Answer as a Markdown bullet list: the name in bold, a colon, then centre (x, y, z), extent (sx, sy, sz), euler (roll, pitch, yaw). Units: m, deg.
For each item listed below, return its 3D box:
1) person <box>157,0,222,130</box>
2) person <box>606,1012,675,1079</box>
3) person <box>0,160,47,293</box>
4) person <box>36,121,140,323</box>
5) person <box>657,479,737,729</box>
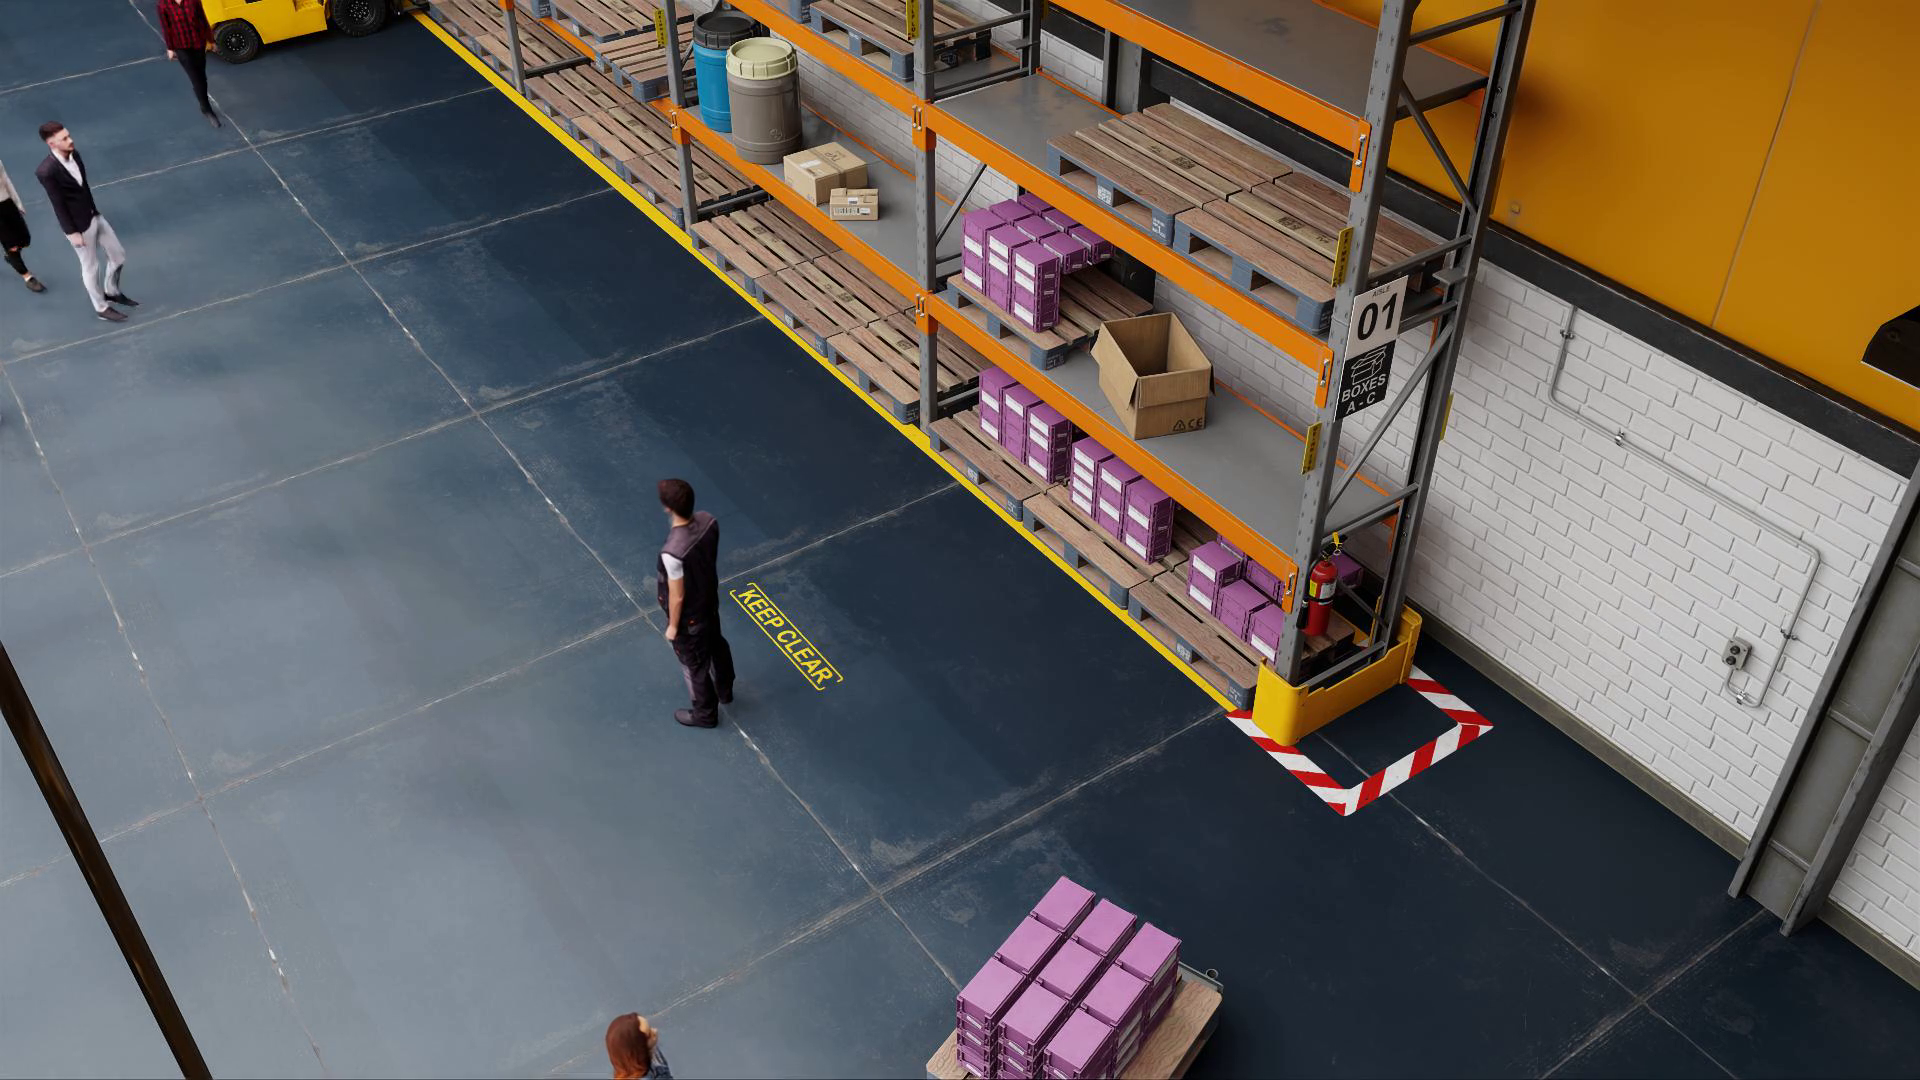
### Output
- **person**: centre (-8.055, -5.158, 17.325), extent (0.680, 1.631, 0.924), euler (-30, 48, -32)
- **person**: centre (-1.415, 2.659, 7.660), extent (0.678, 1.478, 0.538), euler (-11, 40, -14)
- **person**: centre (-8.476, -2.893, 14.614), extent (0.845, 1.475, 0.707), euler (20, 43, 23)
- **person**: centre (-7.515, -2.677, 14.061), extent (0.831, 1.828, 0.777), euler (7, 39, 9)
- **person**: centre (-1.626, 0.384, 10.212), extent (0.752, 1.847, 0.744), euler (15, 41, 18)
